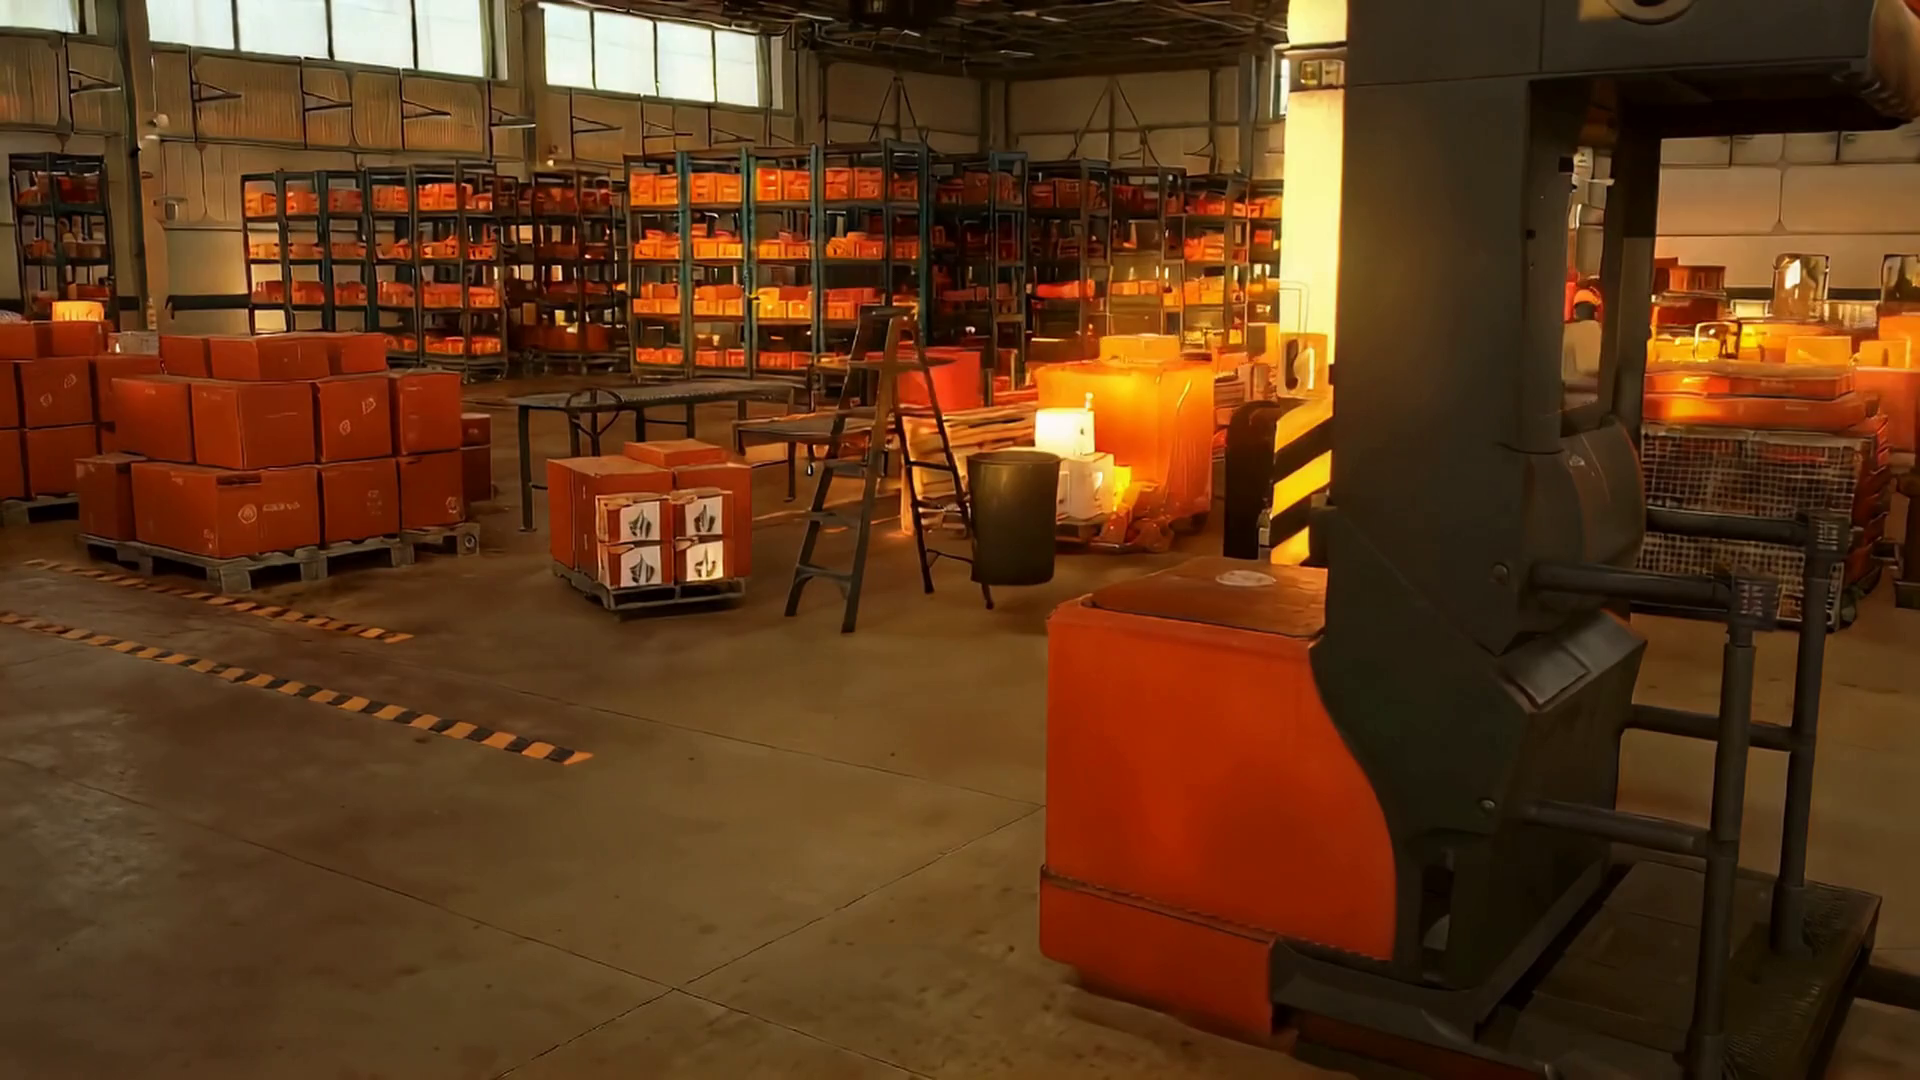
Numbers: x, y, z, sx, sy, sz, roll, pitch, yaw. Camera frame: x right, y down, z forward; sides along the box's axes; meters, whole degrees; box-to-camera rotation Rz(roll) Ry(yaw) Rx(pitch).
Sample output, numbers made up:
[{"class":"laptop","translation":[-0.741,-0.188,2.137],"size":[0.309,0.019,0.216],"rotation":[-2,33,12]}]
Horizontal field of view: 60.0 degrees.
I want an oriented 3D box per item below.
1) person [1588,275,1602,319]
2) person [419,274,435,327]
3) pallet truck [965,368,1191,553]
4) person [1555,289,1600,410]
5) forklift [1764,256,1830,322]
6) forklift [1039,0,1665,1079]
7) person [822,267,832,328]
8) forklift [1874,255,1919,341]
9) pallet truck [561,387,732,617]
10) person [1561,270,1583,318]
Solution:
[{"class":"person","translation":[13.168,-4.616,34.450],"size":[0.879,1.720,0.549],"rotation":[-8,12,-39]},{"class":"person","translation":[-11.569,-4.894,36.079],"size":[0.359,1.742,0.562],"rotation":[4,10,24]},{"class":"pallet truck","translation":[0.845,-0.609,11.869],"size":[1.630,1.274,0.653],"rotation":[7,12,35]},{"class":"person","translation":[5.506,-1.307,14.616],"size":[0.653,1.770,0.874],"rotation":[3,10,15]},{"class":"forklift","translation":[20.253,-5.854,40.139],"size":[1.157,1.987,2.680],"rotation":[7,12,35]},{"class":"forklift","translation":[1.249,-0.137,4.360],"size":[1.873,2.768,1.129],"rotation":[7,12,35]},{"class":"person","translation":[-2.636,-4.484,32.820],"size":[0.614,2.011,0.606],"rotation":[6,11,33]},{"class":"forklift","translation":[22.089,-5.634,38.796],"size":[1.157,1.987,2.680],"rotation":[6,11,33]},{"class":"pallet truck","translation":[-1.981,-0.274,10.088],"size":[0.680,1.201,1.601],"rotation":[-5,11,-28]},{"class":"person","translation":[12.945,-4.828,35.417],"size":[0.646,1.828,0.586],"rotation":[-9,13,-42]}]
